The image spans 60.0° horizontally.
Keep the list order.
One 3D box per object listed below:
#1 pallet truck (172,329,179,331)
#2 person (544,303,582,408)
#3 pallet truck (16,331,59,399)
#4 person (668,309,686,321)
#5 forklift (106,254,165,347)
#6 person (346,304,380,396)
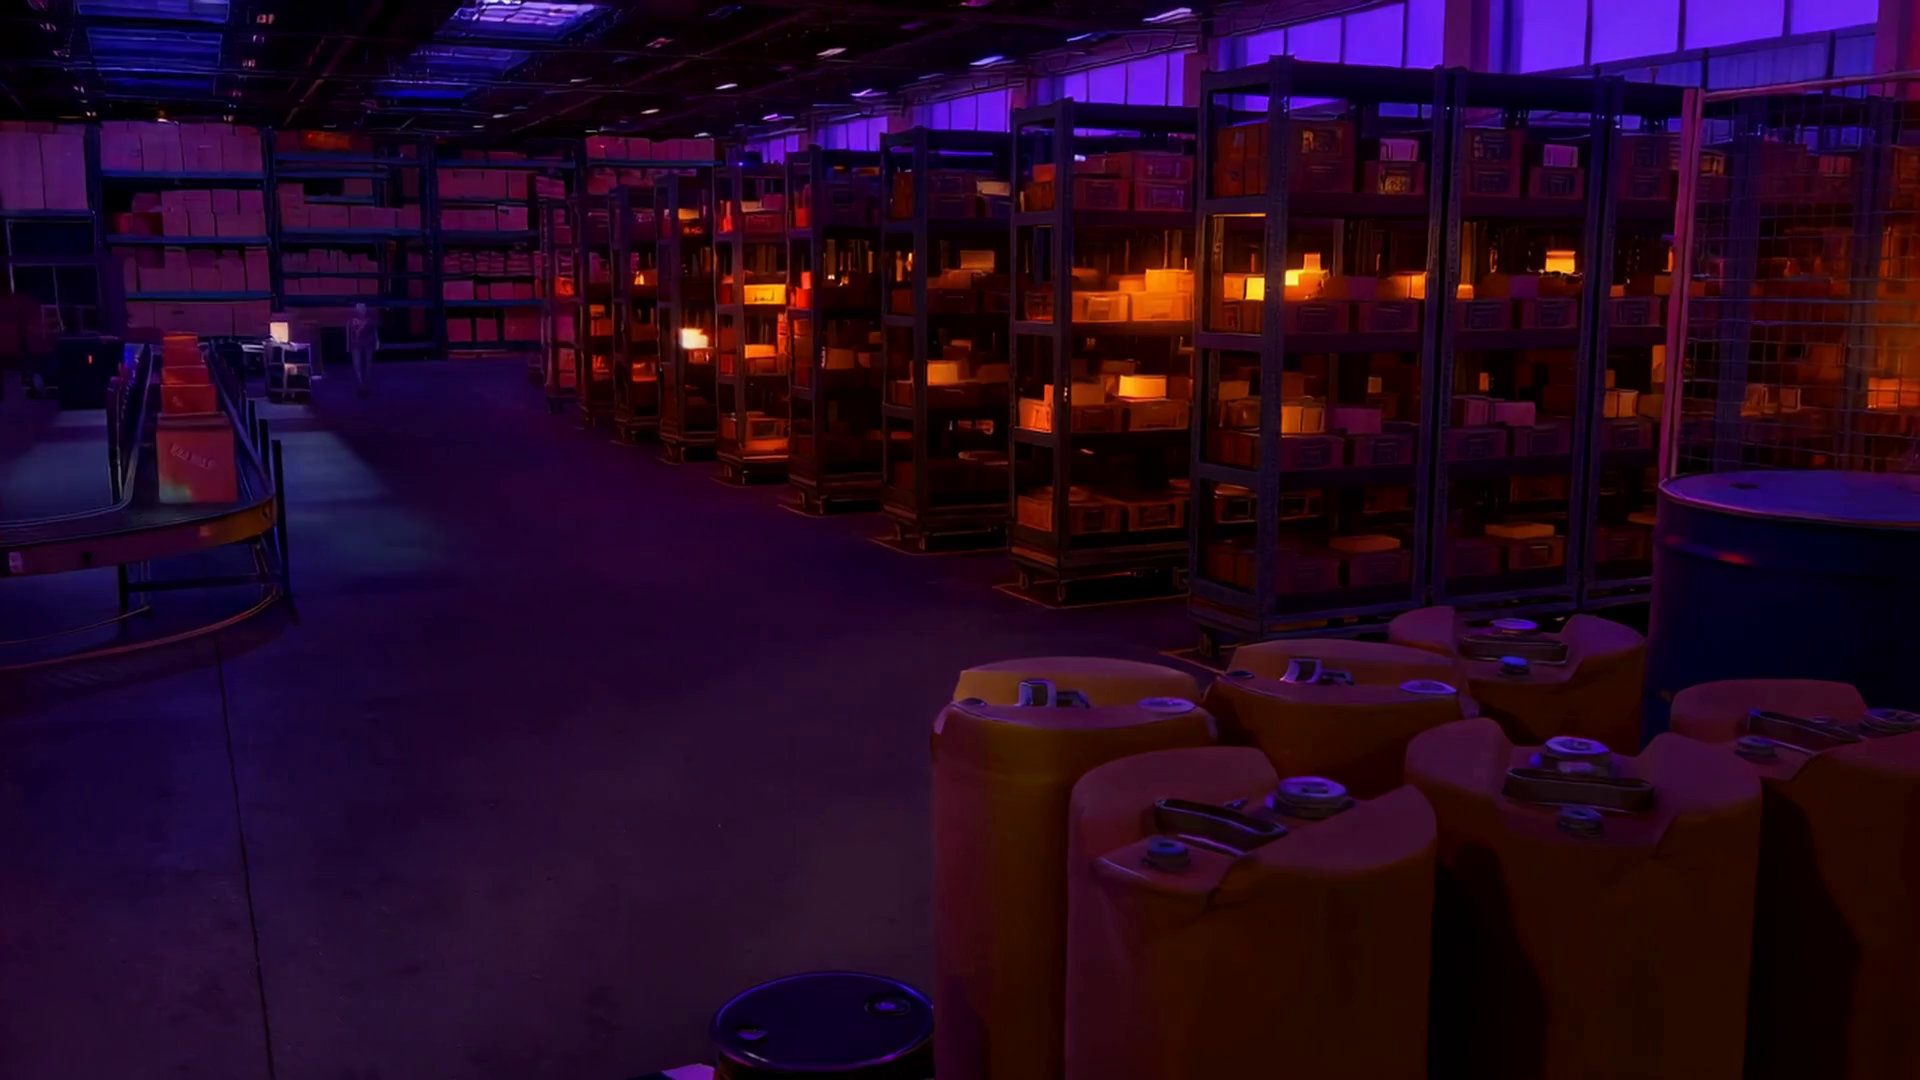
[{"bbox_3d":[-17.275,-3.851,35.096,1.601,1.201,0.680,0,9,1],"label":"pallet truck"},{"bbox_3d":[-7.060,-3.266,29.539,0.662,1.861,1.005,4,10,23],"label":"person"},{"bbox_3d":[-17.082,-3.353,31.781,1.630,1.274,0.653,-4,10,-25],"label":"pallet truck"},{"bbox_3d":[-6.302,-4.330,36.300,0.594,1.789,0.970,-8,12,-42],"label":"person"},{"bbox_3d":[-19.777,-5.329,39.151,1.873,2.768,1.129,-4,10,-25],"label":"forklift"},{"bbox_3d":[-11.651,-3.711,32.493,0.617,1.779,0.929,-4,10,-25],"label":"person"}]
